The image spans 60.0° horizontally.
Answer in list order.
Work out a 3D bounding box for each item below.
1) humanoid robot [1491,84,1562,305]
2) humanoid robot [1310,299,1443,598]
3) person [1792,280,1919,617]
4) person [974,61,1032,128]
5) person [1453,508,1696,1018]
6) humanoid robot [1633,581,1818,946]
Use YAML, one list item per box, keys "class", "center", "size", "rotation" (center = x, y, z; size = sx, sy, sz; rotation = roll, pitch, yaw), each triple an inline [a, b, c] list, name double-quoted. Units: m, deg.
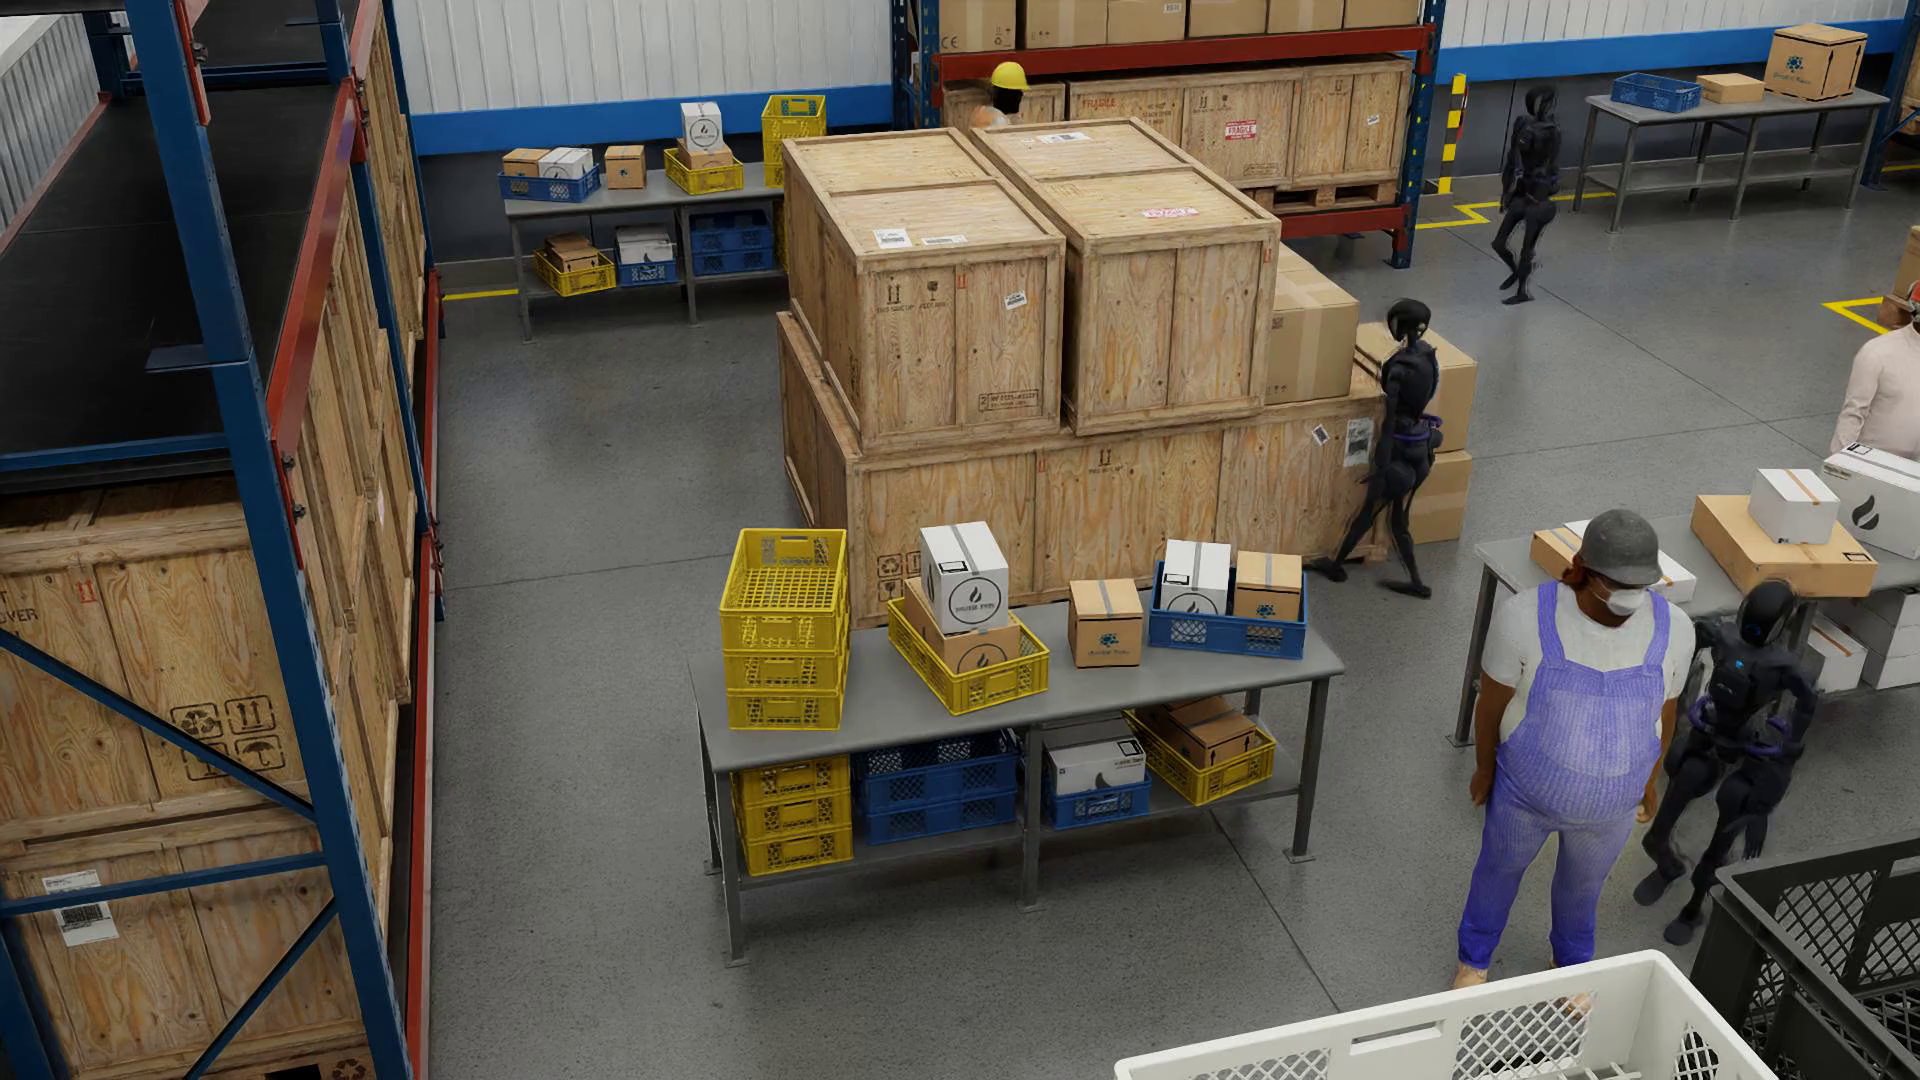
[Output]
- class: "humanoid robot"
  center: [4.134, -2.529, 12.258]
  size: [0.479, 1.645, 0.554]
  rotation: [-13, 32, -23]
- class: "humanoid robot"
  center: [2.213, -0.493, 8.592]
  size: [0.648, 1.612, 0.683]
  rotation: [19, 34, 31]
- class: "person"
  center: [4.487, -0.379, 8.031]
  size: [0.614, 1.986, 0.405]
  rotation: [-6, 29, -11]
- class: "person"
  center: [0.333, -2.441, 11.852]
  size: [0.686, 1.897, 0.578]
  rotation: [-12, 31, -21]
- class: "person"
  center: [2.131, 0.820, 5.794]
  size: [0.685, 2.000, 0.539]
  rotation: [3, 29, 6]
- class: "humanoid robot"
  center: [2.777, 0.840, 6.145]
  size: [0.476, 1.638, 0.597]
  rotation: [-24, 37, -36]
